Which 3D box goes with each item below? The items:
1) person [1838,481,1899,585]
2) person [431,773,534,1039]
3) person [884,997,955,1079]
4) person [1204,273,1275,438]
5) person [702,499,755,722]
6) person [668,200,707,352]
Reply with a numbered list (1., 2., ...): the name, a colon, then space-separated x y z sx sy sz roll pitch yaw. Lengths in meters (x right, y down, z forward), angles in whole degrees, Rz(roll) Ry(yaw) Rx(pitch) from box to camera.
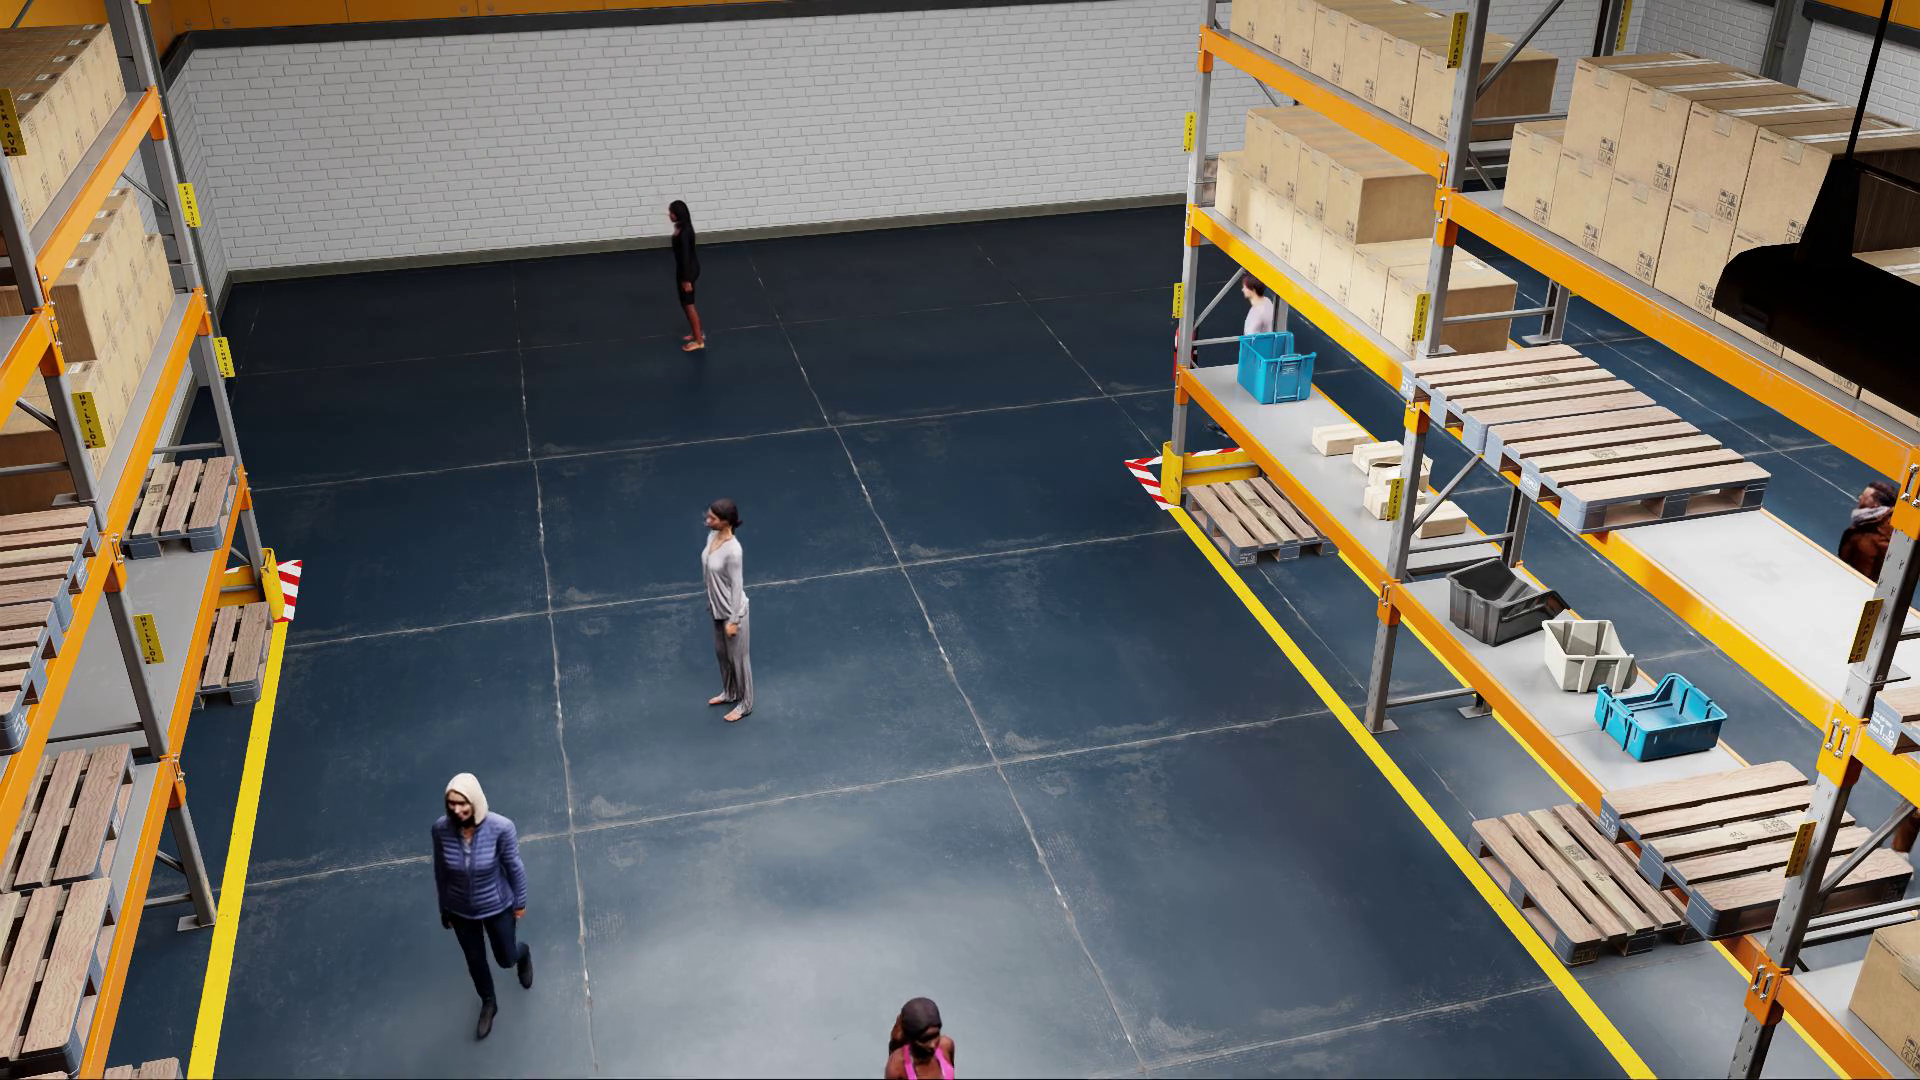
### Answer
1. person: 6.677 0.433 12.213 0.942 1.820 1.038 -25 37 -38
2. person: -2.696 1.995 9.442 0.782 1.733 0.887 1 29 2
3. person: -0.238 2.805 7.981 0.621 1.711 0.650 -14 31 -23
4. person: 2.963 -1.702 16.138 1.052 1.811 1.056 9 30 17
5. person: -1.689 0.490 12.158 0.712 1.774 0.575 -17 33 -29
6. person: -3.041 -2.962 18.557 0.694 1.708 0.495 -9 30 -16
